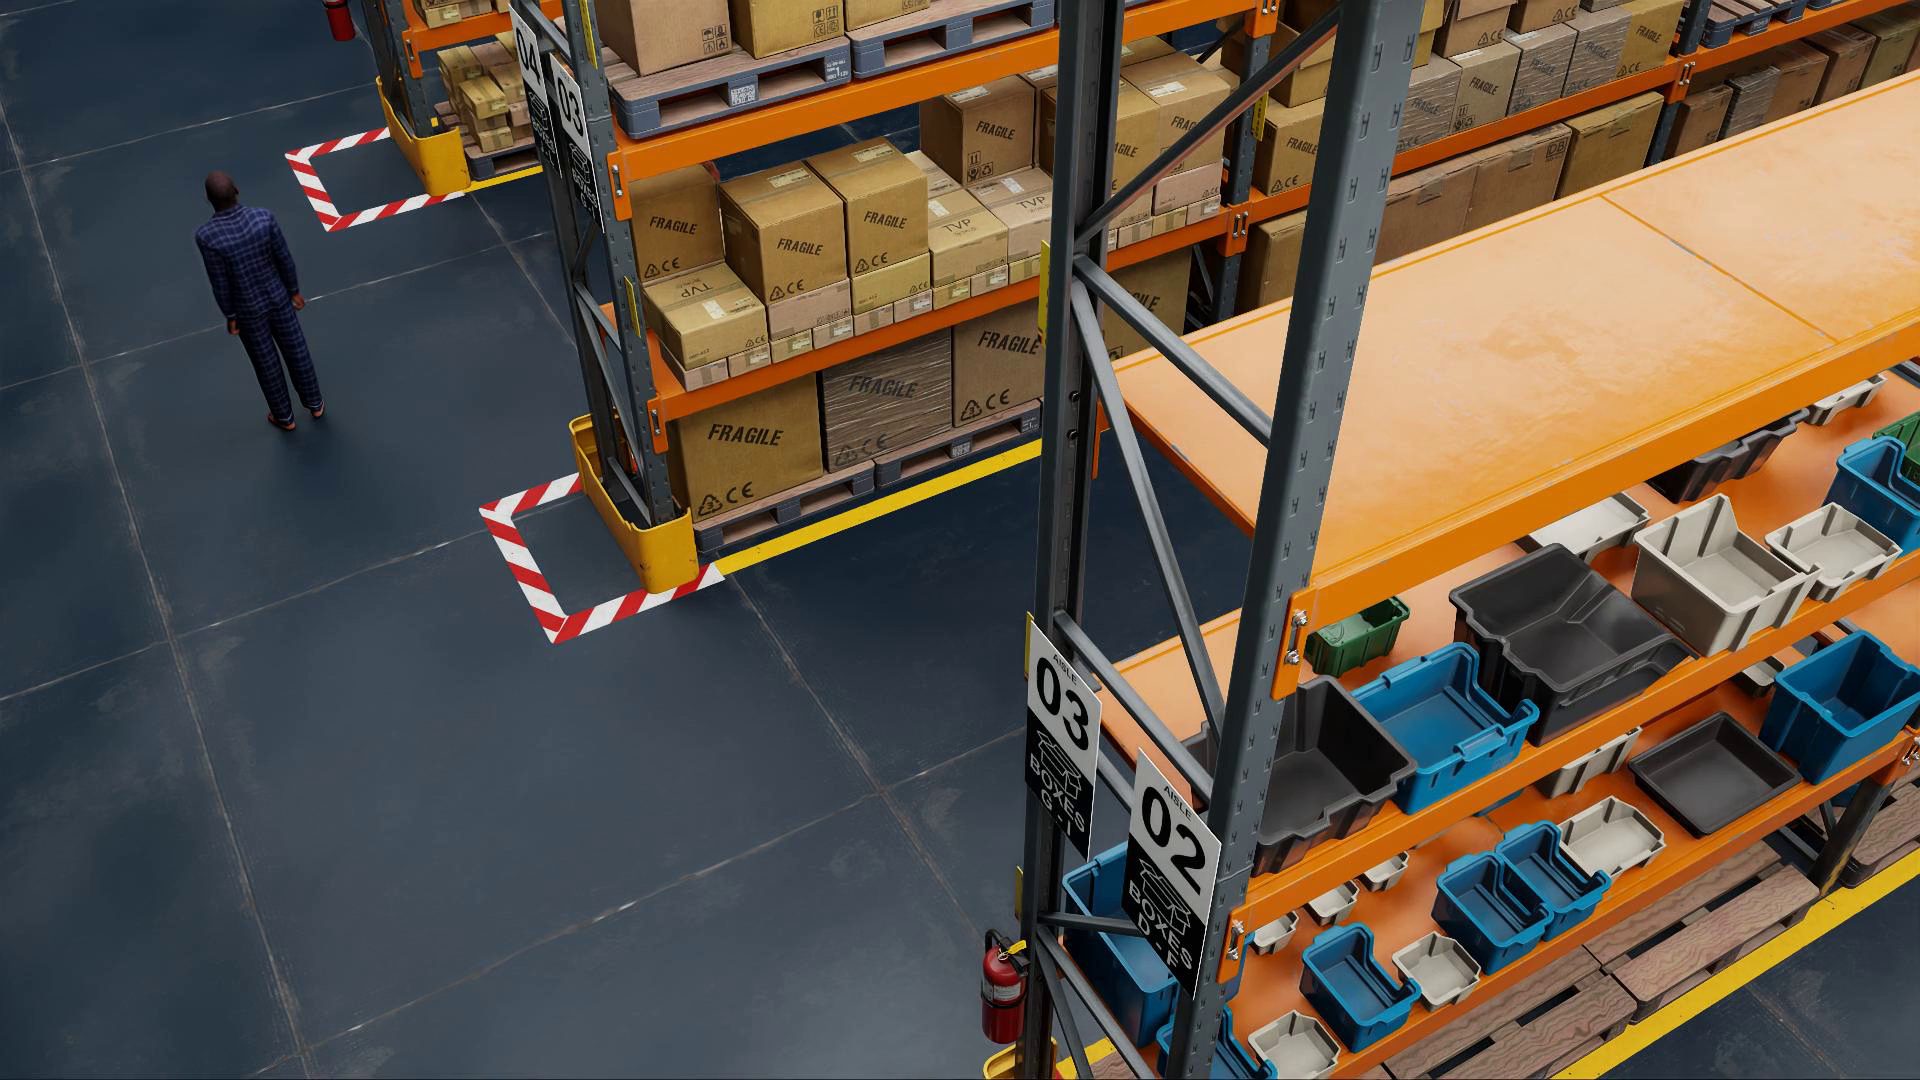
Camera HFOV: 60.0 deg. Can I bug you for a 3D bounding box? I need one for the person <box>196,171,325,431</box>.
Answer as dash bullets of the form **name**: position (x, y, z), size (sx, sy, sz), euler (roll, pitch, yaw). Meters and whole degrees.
- **person**: position (-4.370, -1.489, 10.369), size (0.591, 1.824, 0.765), euler (-28, 50, -27)
